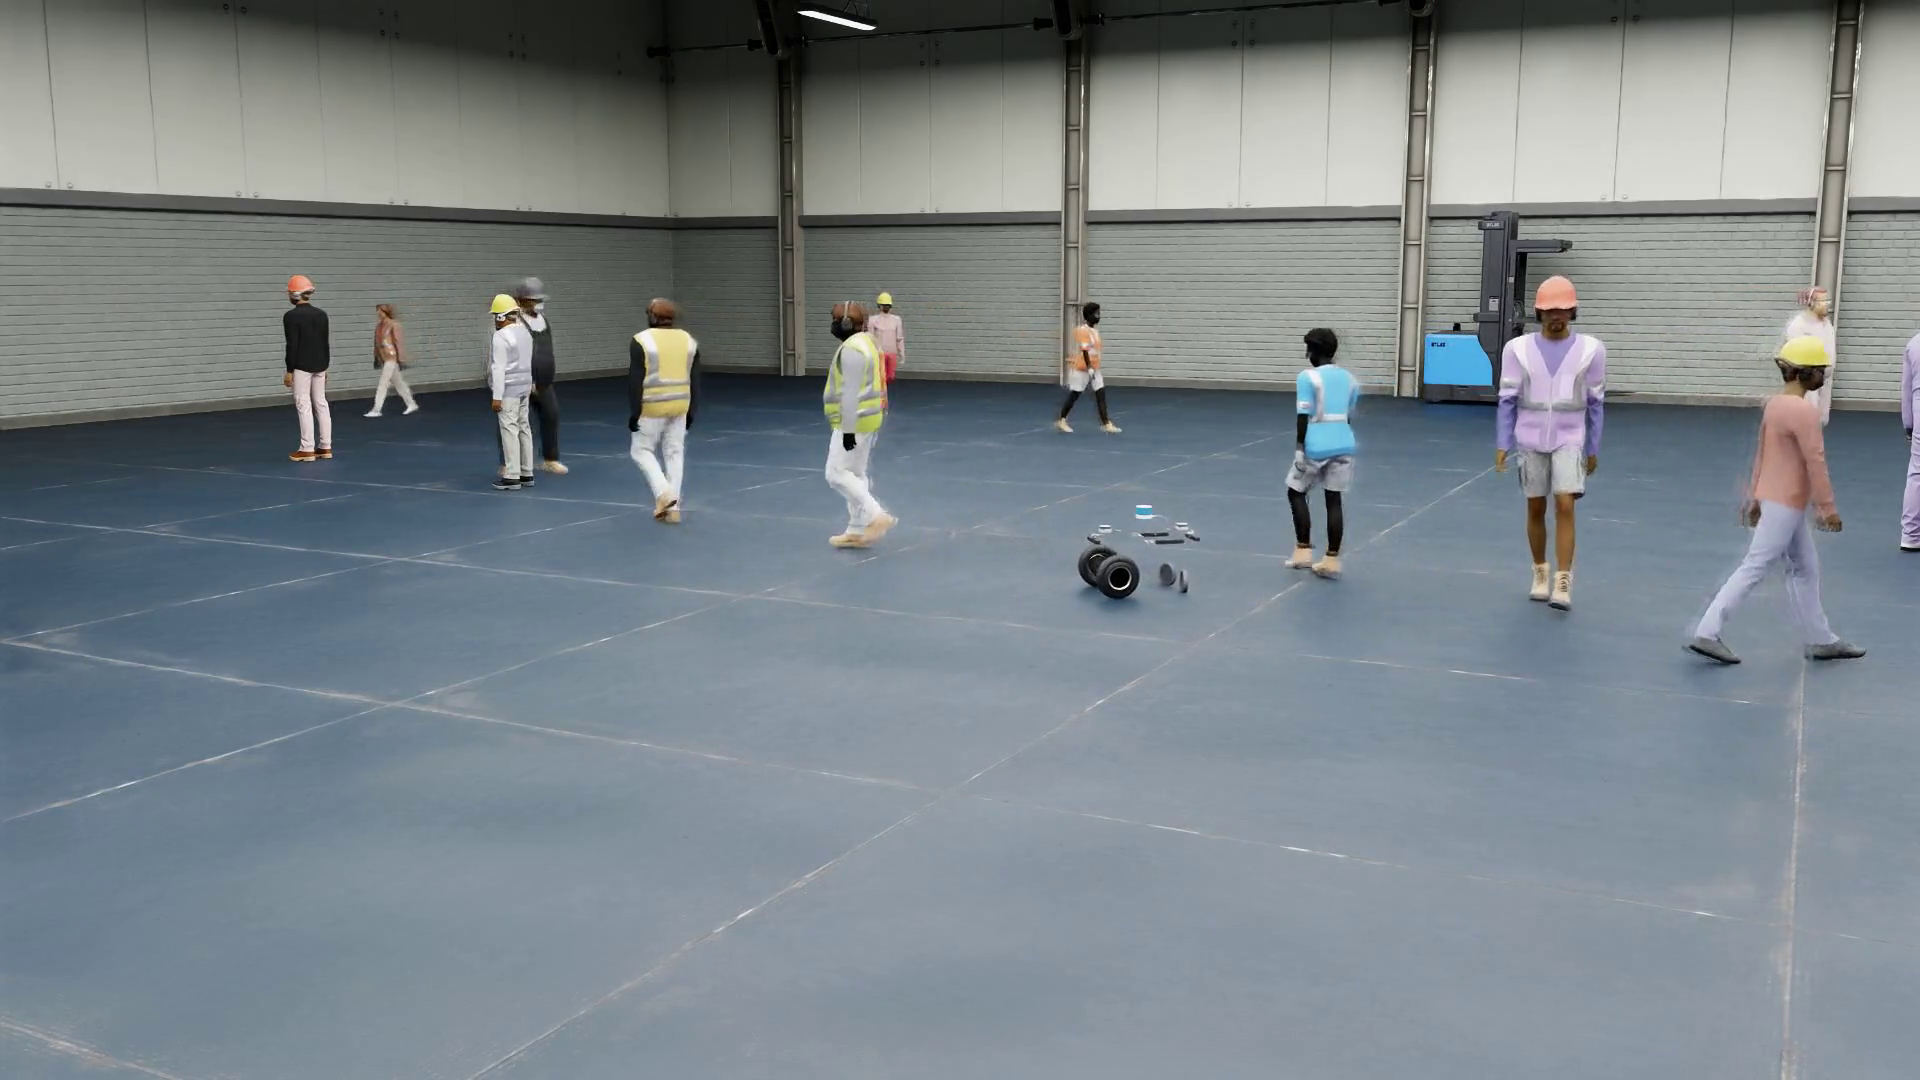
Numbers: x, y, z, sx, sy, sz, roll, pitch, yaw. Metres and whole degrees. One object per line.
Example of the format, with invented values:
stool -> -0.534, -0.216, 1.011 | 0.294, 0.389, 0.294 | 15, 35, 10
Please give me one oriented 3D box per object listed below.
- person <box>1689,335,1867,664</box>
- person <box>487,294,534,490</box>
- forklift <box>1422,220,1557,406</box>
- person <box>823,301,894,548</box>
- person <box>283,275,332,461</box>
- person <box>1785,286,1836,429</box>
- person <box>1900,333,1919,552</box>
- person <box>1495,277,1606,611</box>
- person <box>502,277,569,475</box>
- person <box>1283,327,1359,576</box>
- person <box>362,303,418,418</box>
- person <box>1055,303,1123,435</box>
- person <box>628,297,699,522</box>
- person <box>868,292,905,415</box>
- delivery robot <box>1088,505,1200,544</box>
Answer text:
person -> 4.290, -0.200, 8.662 | 0.920, 1.722, 0.527 | 2, 9, 11
person -> -4.258, -1.403, 15.742 | 0.403, 1.827, 0.592 | 2, 9, 13
forklift -> 8.245, -3.527, 25.720 | 1.873, 2.768, 1.129 | 5, 10, 27
person -> -0.781, -0.840, 12.254 | 0.446, 1.828, 0.647 | 1, 9, 5
person -> -7.097, -1.863, 18.047 | 0.390, 1.992, 0.624 | 4, 10, 21
person -> 8.460, -1.592, 16.682 | 0.648, 1.895, 0.597 | -7, 11, -36
person -> 7.128, -0.838, 12.009 | 0.403, 1.903, 0.652 | -3, 10, -18
person -> 3.563, -0.577, 10.086 | 0.621, 1.999, 0.968 | 4, 10, 22
person -> -4.297, -1.595, 16.387 | 0.786, 2.000, 0.690 | 5, 10, 26
person -> 2.435, -0.595, 11.216 | 0.550, 1.659, 0.520 | -5, 10, -28
person -> -8.036, -2.531, 23.423 | 0.525, 1.601, 0.884 | 9, 13, 43
person -> 1.582, -2.138, 20.810 | 0.870, 1.658, 0.531 | 5, 11, 30
person -> -2.427, -1.052, 13.550 | 0.652, 1.830, 0.439 | -8, 12, -41
person -> -1.107, -2.705, 24.069 | 0.526, 1.750, 0.769 | -4, 10, -25
delivery robot -> 1.183, -0.106, 10.687 | 0.698, 0.223, 0.335 | -2, 9, -11
